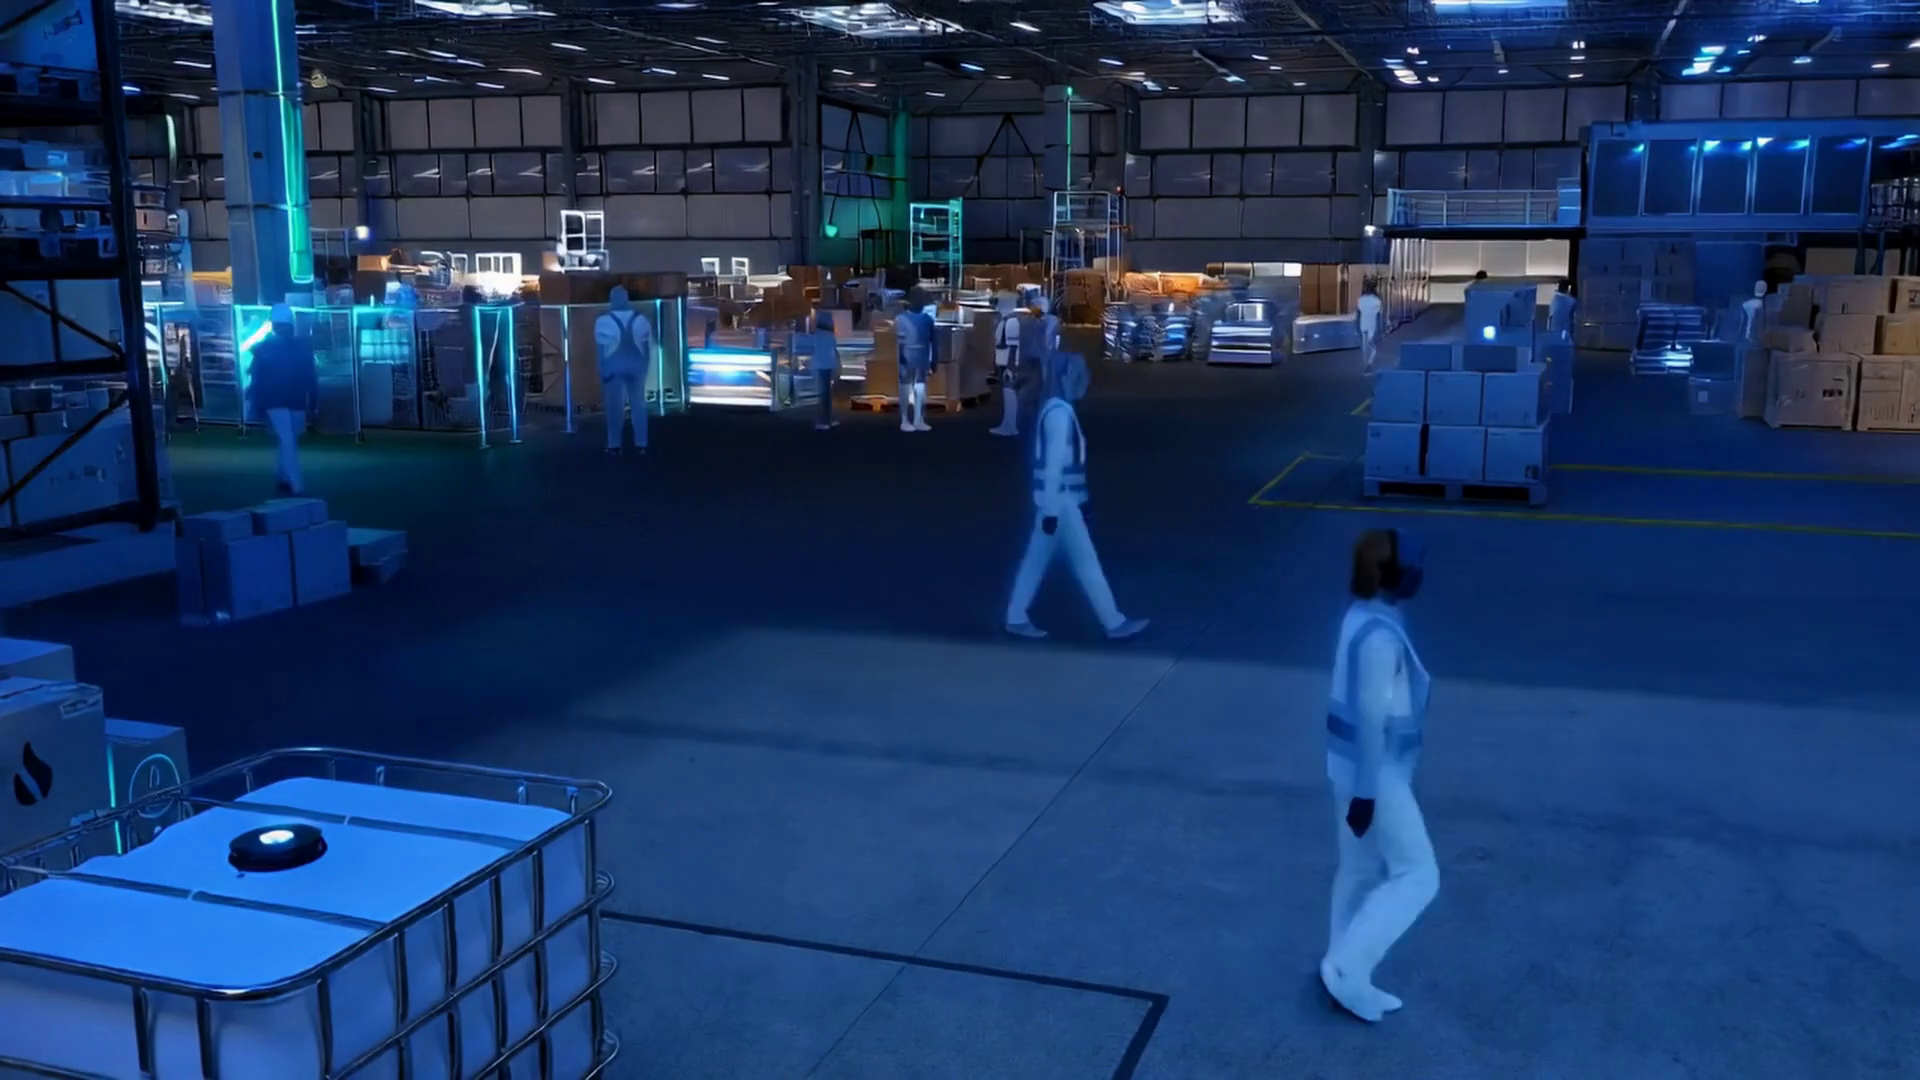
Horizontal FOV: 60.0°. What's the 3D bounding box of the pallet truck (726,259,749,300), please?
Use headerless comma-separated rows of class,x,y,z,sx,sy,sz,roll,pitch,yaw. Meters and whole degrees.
pallet truck,-7.986,-9.493,62.019,0.823,1.965,1.885,3,11,17

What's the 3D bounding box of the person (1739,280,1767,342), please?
person,13.186,-3.320,27.481,0.598,1.915,0.375,1,10,3

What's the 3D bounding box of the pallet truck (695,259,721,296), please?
pallet truck,-9.165,-9.627,62.776,0.823,1.965,1.885,4,11,23

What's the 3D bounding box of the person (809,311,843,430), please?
person,-1.764,-2.312,22.648,0.672,1.609,0.529,-8,13,-39

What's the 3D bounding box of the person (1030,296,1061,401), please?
person,1.358,-3.063,26.684,0.533,1.693,0.319,1,10,7

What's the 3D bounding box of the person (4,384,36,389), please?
person,-12.176,-2.126,21.309,0.925,1.710,0.549,5,11,25

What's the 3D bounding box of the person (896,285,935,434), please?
person,-0.583,-2.408,22.204,0.607,1.966,0.374,-9,13,-41

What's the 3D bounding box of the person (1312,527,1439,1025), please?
person,1.351,0.761,5.332,0.372,1.625,0.518,1,10,4

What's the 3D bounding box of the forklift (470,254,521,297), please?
forklift,-17.990,-10.121,64.684,1.157,1.987,2.680,3,11,17

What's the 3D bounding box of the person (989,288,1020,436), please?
person,0.597,-2.339,21.898,0.360,1.938,0.545,-3,10,-14

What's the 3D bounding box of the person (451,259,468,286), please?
person,-16.507,-8.227,54.764,0.609,2.043,0.376,0,10,1

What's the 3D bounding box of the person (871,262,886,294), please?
person,-2.991,-9.490,62.364,0.880,1.874,0.646,-8,13,-37

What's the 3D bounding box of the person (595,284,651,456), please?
person,-4.046,-2.028,19.860,0.673,2.000,0.536,-6,12,-29

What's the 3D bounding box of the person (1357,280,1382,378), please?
person,7.675,-3.956,31.244,0.530,1.856,0.424,8,13,39

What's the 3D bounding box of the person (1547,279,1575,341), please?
person,11.224,-3.942,31.135,0.521,1.865,0.319,0,10,0

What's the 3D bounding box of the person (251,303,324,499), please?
person,-6.597,-1.347,16.309,1.016,1.947,0.633,10,14,43

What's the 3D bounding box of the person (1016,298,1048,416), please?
person,1.057,-2.668,24.309,0.790,1.737,0.534,-5,11,-27

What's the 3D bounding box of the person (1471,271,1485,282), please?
person,11.559,-5.034,37.122,0.398,1.928,0.541,4,11,21

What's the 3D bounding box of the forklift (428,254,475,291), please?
forklift,-20.133,-10.254,65.465,1.157,1.987,2.680,3,11,19

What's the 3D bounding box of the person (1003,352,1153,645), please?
person,0.719,-0.249,10.394,0.972,1.832,0.597,0,10,3
